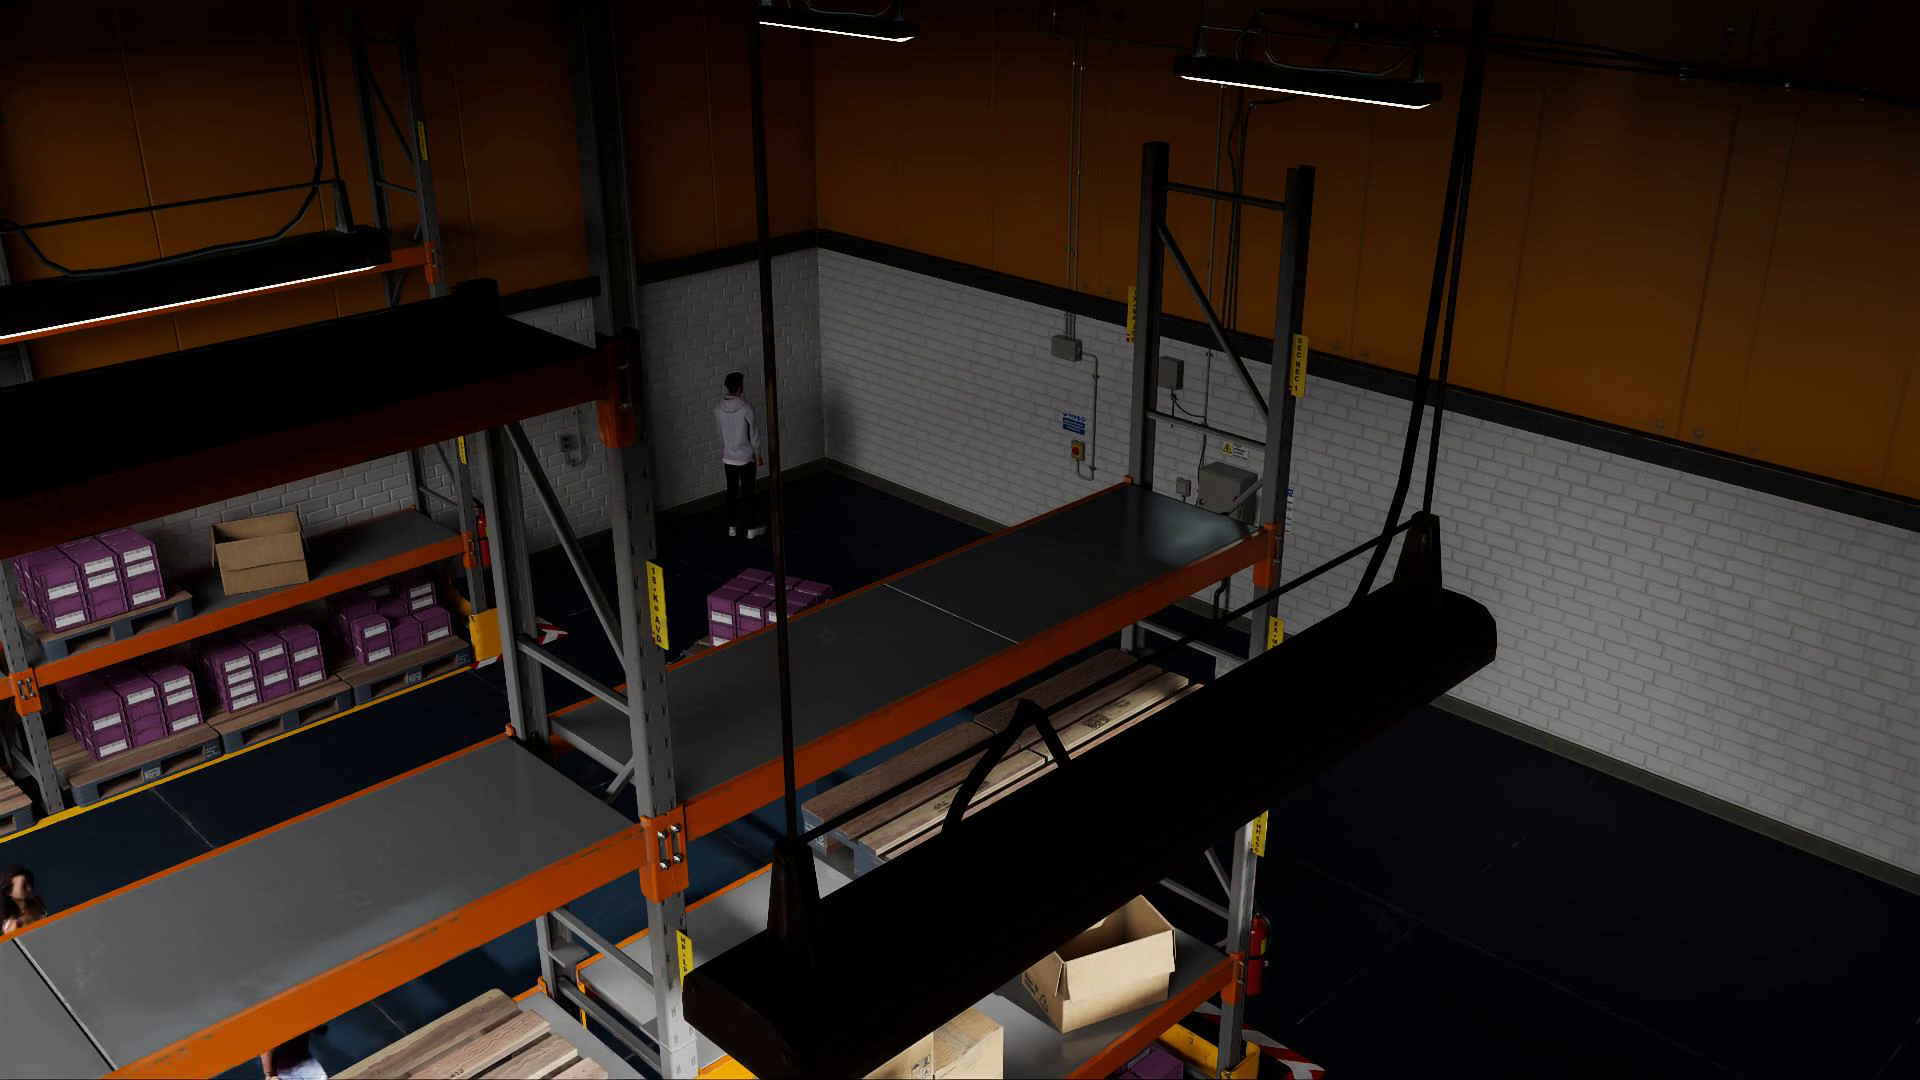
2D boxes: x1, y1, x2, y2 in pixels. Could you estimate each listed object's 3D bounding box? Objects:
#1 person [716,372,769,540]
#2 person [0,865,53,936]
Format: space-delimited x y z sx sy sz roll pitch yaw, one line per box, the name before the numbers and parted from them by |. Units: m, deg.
person | -2.491 -0.960 18.733 0.765 1.930 0.746 9 25 20
person | -5.666 2.775 10.569 1.037 1.625 0.984 -6 24 -13
